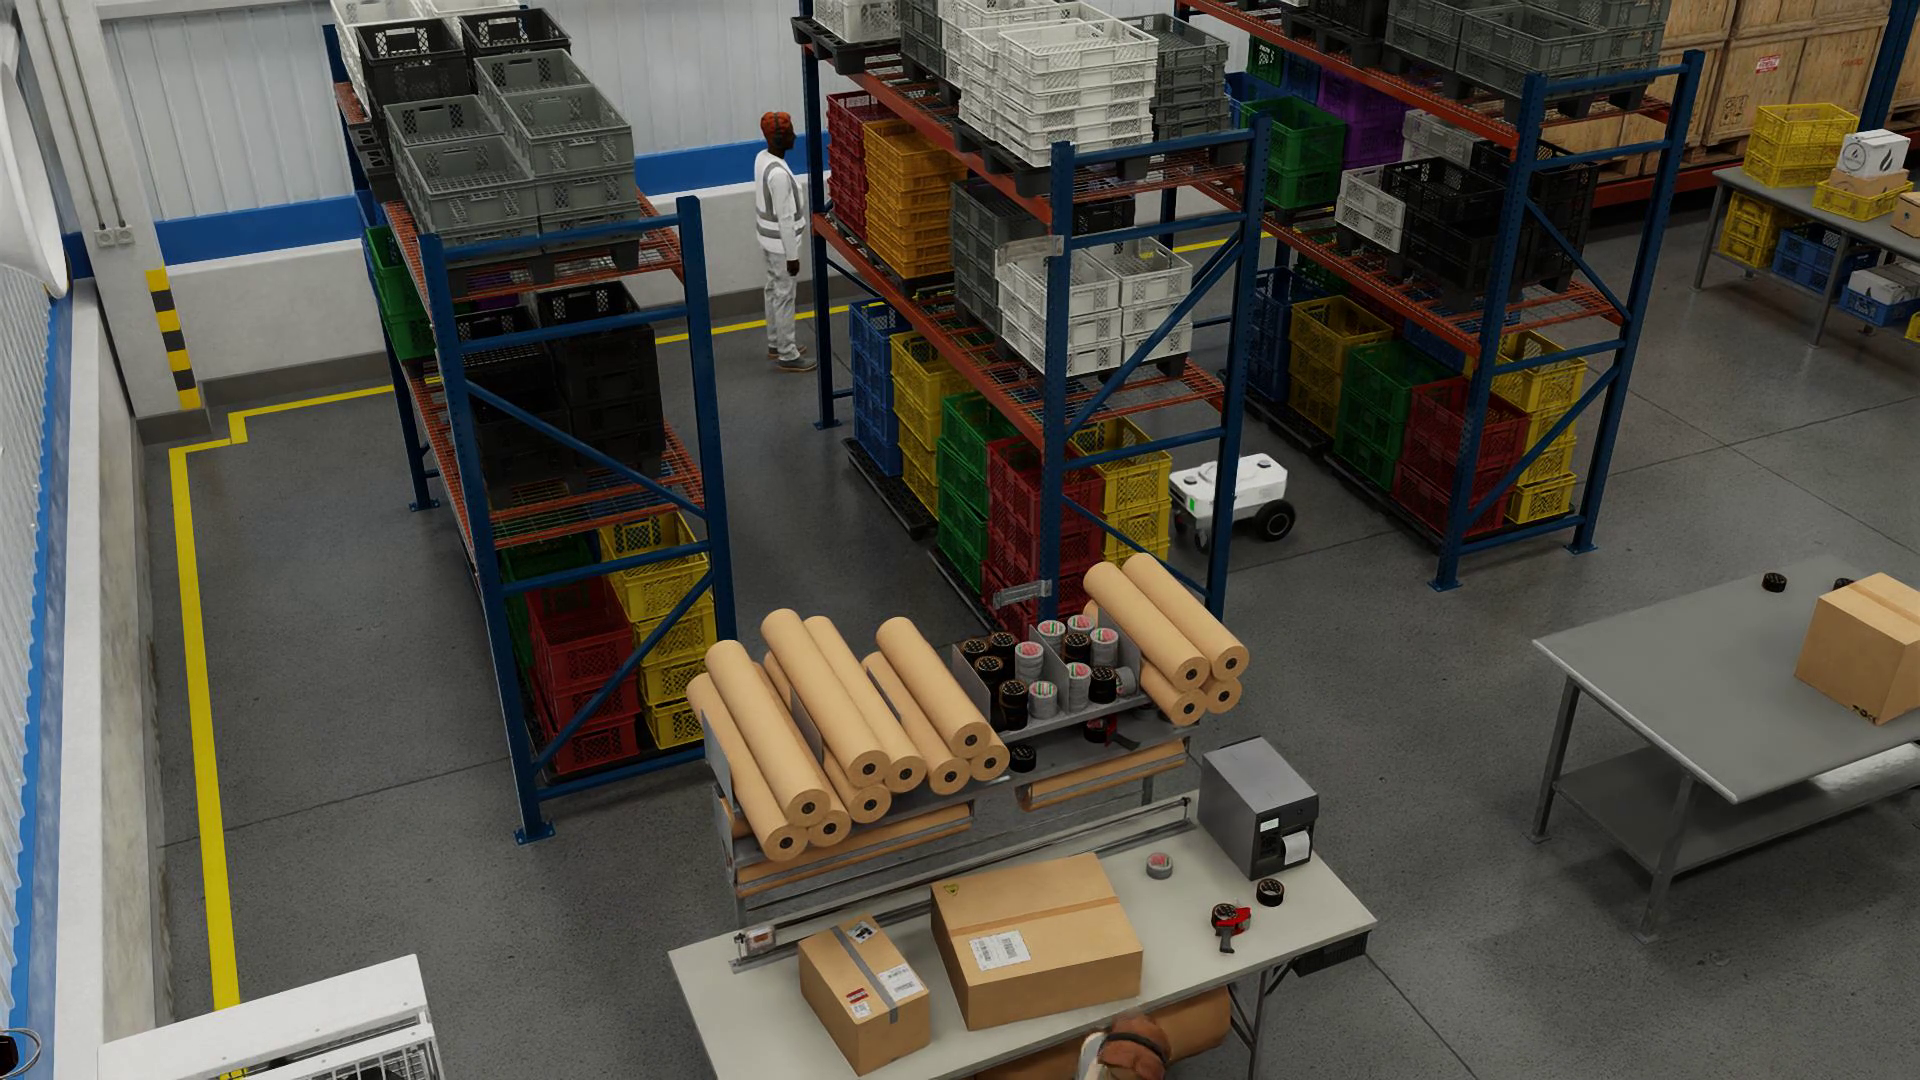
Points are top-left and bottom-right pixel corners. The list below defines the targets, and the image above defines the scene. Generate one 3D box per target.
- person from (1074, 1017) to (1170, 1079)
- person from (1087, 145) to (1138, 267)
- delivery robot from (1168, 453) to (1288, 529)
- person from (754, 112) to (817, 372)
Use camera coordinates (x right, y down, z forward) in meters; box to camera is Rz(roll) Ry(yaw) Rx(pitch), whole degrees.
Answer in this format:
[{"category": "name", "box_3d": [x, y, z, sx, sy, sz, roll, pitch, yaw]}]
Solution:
[{"category": "person", "box_3d": [0.488, 2.064, 5.323, 0.319, 1.610, 0.630, -12, 34, -19]}, {"category": "person", "box_3d": [1.085, -2.664, 12.692, 0.636, 1.939, 0.365, 21, 38, 31]}, {"category": "delivery robot", "box_3d": [1.617, -0.318, 10.105, 0.707, 0.478, 0.477, -13, 34, -19]}, {"category": "person", "box_3d": [-1.263, -2.120, 11.863, 0.356, 1.883, 0.574, -11, 33, -17]}]
